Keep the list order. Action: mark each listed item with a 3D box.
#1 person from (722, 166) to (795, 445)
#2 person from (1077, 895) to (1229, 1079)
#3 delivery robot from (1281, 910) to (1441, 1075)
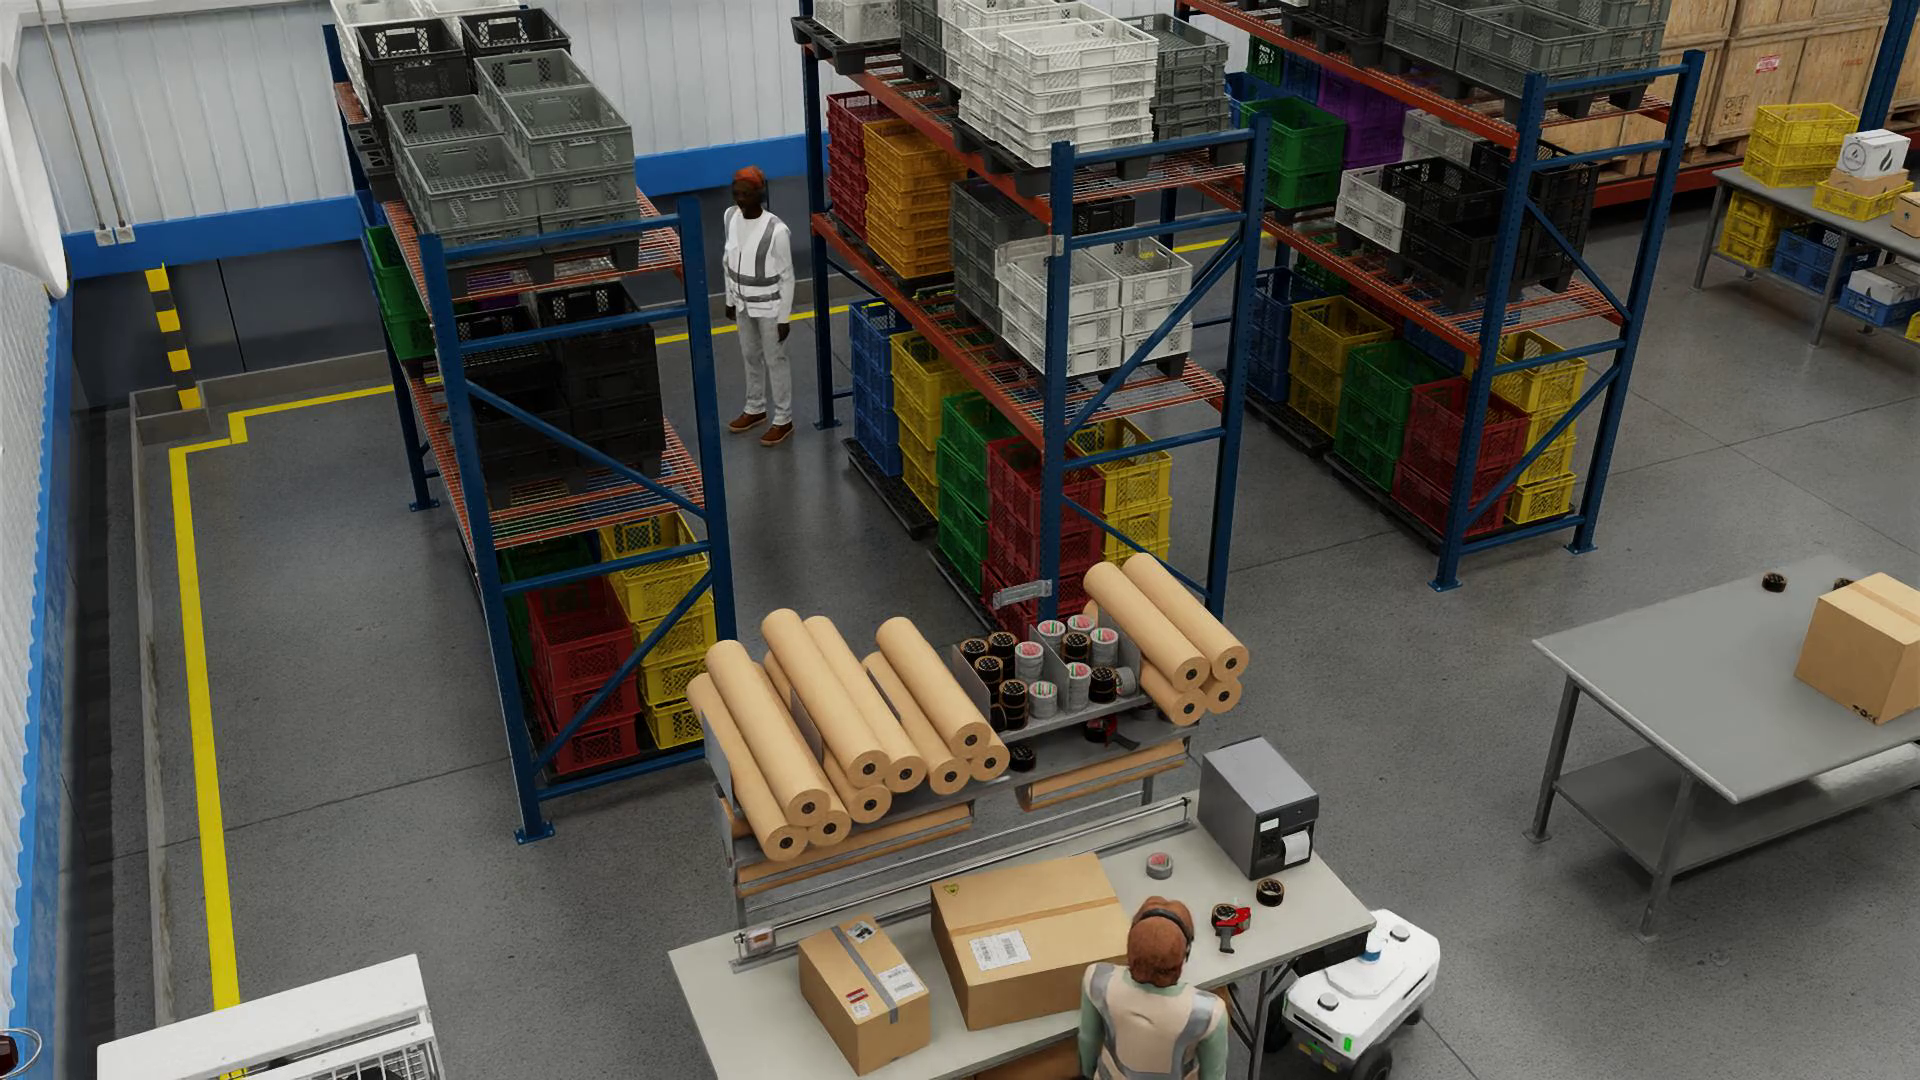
[{"bbox_3d":[-1.329,-1.531,10.904,0.585,1.881,0.344,24,39,33],"label":"person"},{"bbox_3d":[0.635,1.875,5.610,0.517,1.633,0.311,14,34,21],"label":"person"},{"bbox_3d":[1.617,1.790,6.682,0.477,0.478,0.707,27,41,37],"label":"delivery robot"}]
